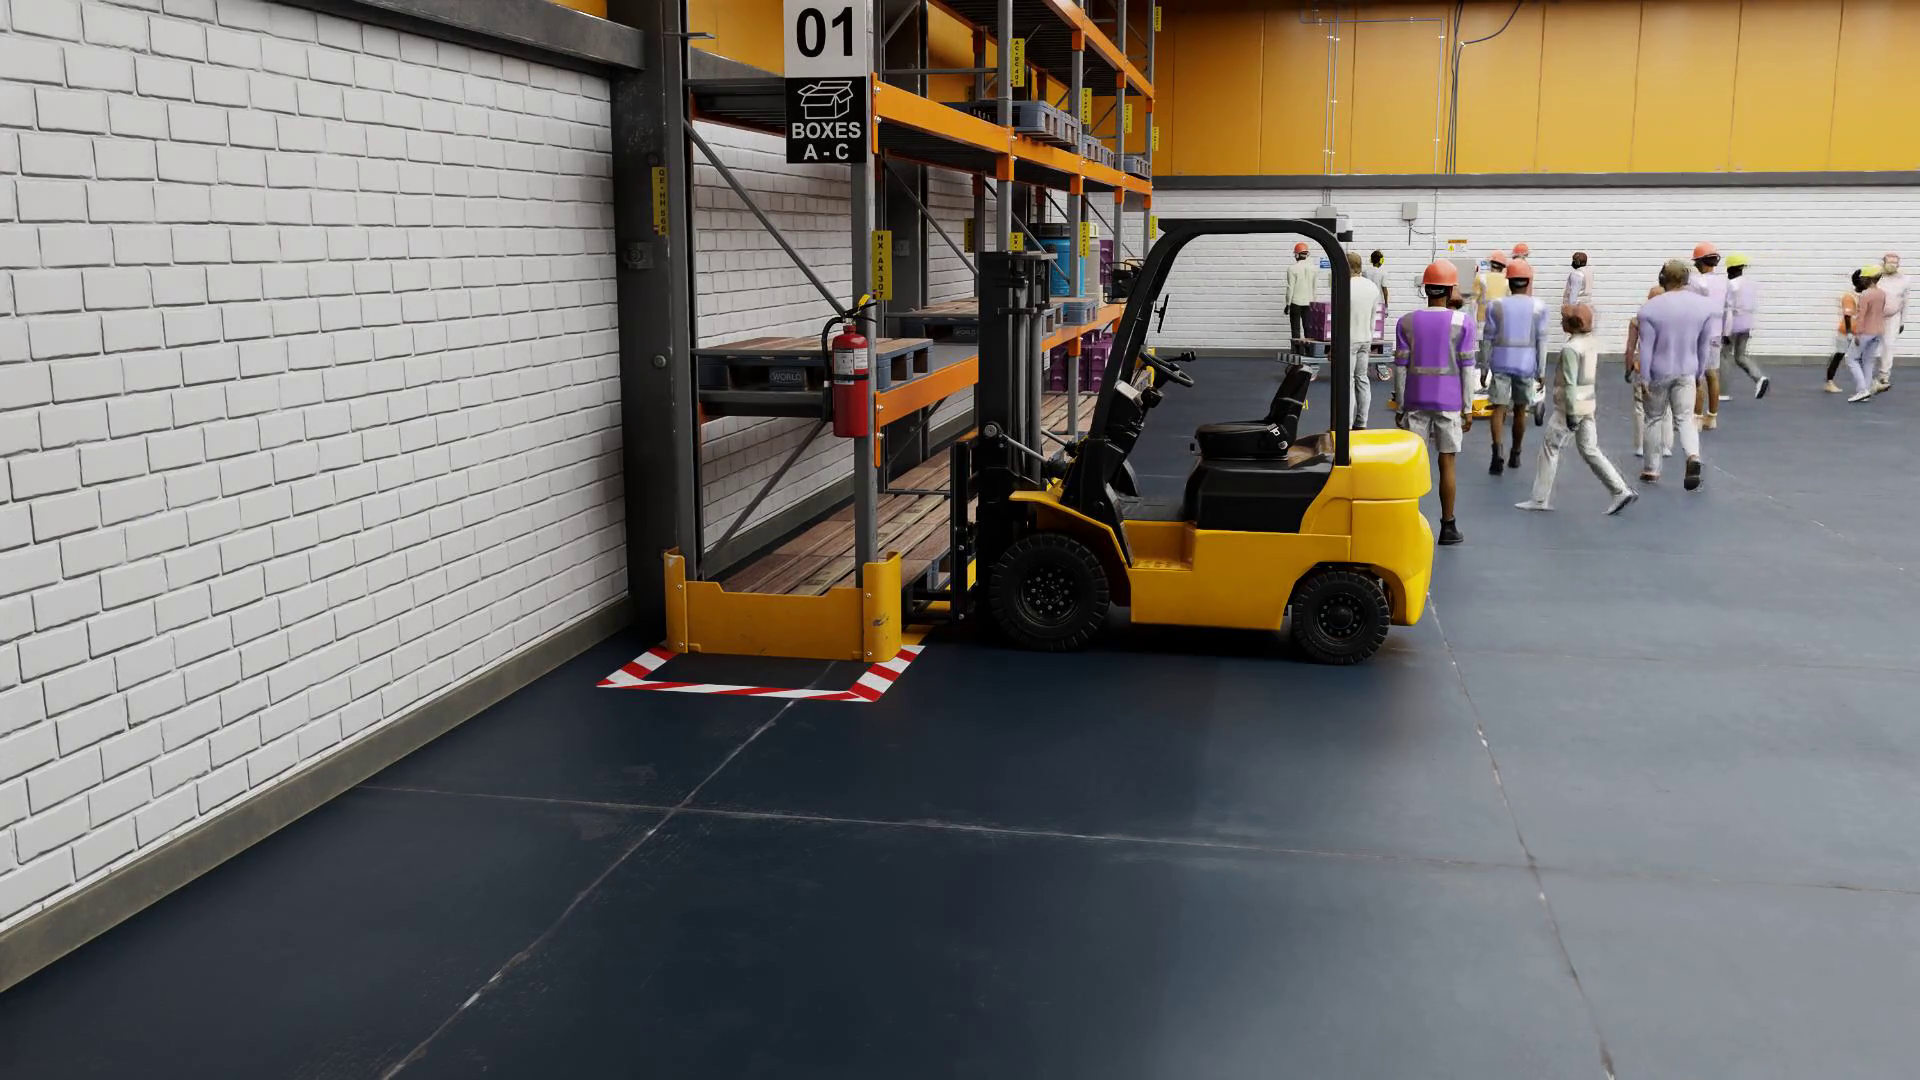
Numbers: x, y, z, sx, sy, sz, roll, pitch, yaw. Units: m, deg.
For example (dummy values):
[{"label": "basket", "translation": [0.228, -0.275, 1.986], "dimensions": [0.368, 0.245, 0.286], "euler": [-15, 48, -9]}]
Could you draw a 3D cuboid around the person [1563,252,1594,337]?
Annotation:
[{"label": "person", "translation": [10.090, -3.783, 27.232], "dimensions": [0.429, 1.844, 0.625], "euler": [9, 14, 41]}]

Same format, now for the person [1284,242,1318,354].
[{"label": "person", "translation": [5.675, -3.957, 27.763], "dimensions": [0.623, 1.992, 0.397], "euler": [-5, 12, -26]}]

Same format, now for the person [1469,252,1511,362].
[{"label": "person", "translation": [7.498, -3.105, 23.467], "dimensions": [0.615, 1.885, 0.871], "euler": [1, 10, 4]}]

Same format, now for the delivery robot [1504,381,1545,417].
[{"label": "delivery robot", "translation": [6.357, -1.632, 18.712], "dimensions": [0.477, 0.478, 0.707], "euler": [5, 12, 28]}]

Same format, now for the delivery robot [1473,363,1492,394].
[{"label": "delivery robot", "translation": [6.347, -1.905, 20.210], "dimensions": [0.707, 0.478, 0.477], "euler": [-6, 12, -31]}]

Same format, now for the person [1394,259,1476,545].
[{"label": "person", "translation": [3.232, -0.934, 11.342], "dimensions": [0.543, 1.940, 0.361], "euler": [5, 12, 28]}]

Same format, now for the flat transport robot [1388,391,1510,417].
[{"label": "flat transport robot", "translation": [5.843, -1.630, 19.739], "dimensions": [0.652, 0.197, 1.431], "euler": [-6, 12, -31]}]

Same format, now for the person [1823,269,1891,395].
[{"label": "person", "translation": [11.889, -2.738, 21.989], "dimensions": [0.550, 1.649, 0.874], "euler": [-6, 12, -28]}]

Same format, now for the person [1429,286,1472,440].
[{"label": "person", "translation": [4.906, -1.776, 16.866], "dimensions": [0.519, 1.591, 0.734], "euler": [1, 10, 7]}]

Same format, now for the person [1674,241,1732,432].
[{"label": "person", "translation": [7.970, -2.178, 17.884], "dimensions": [0.611, 2.040, 0.393], "euler": [-5, 12, -28]}]

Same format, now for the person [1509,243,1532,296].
[{"label": "person", "translation": [9.176, -3.852, 27.269], "dimensions": [0.385, 1.967, 0.681], "euler": [6, 12, 28]}]

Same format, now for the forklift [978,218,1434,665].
[{"label": "forklift", "translation": [1.285, -0.567, 8.635], "dimensions": [2.313, 2.155, 1.214], "euler": [2, 11, 11]}]

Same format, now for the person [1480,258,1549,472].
[{"label": "person", "translation": [4.935, -1.554, 14.835], "dimensions": [0.555, 1.911, 0.853], "euler": [3, 11, 16]}]

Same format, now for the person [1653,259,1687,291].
[{"label": "person", "translation": [8.424, -2.415, 19.782], "dimensions": [0.638, 1.819, 0.650], "euler": [-10, 14, -42]}]

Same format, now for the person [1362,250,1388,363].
[{"label": "person", "translation": [6.927, -3.897, 27.791], "dimensions": [0.538, 1.866, 0.312], "euler": [10, 14, 43]}]

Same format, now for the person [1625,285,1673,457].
[{"label": "person", "translation": [6.600, -1.597, 15.810], "dimensions": [0.523, 1.639, 0.330], "euler": [5, 11, 24]}]

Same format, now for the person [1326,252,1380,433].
[{"label": "person", "translation": [4.096, -2.036, 17.408], "dimensions": [0.635, 1.936, 0.373], "euler": [-8, 13, -36]}]

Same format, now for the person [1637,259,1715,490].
[{"label": "person", "translation": [5.911, -1.363, 13.774], "dimensions": [0.625, 1.916, 0.853], "euler": [1, 10, 7]}]

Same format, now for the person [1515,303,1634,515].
[{"label": "person", "translation": [4.692, -0.987, 12.552], "dimensions": [0.796, 1.604, 0.513], "euler": [10, 14, 42]}]

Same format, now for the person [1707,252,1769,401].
[{"label": "person", "translation": [9.905, -2.692, 21.073], "dimensions": [0.594, 1.905, 0.678], "euler": [-5, 11, -25]}]

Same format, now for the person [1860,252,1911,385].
[{"label": "person", "translation": [13.178, -3.164, 23.767], "dimensions": [0.646, 1.880, 0.811], "euler": [5, 11, 24]}]

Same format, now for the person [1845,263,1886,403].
[{"label": "person", "translation": [11.416, -2.595, 20.962], "dimensions": [0.557, 1.760, 0.367], "euler": [-6, 12, -28]}]
